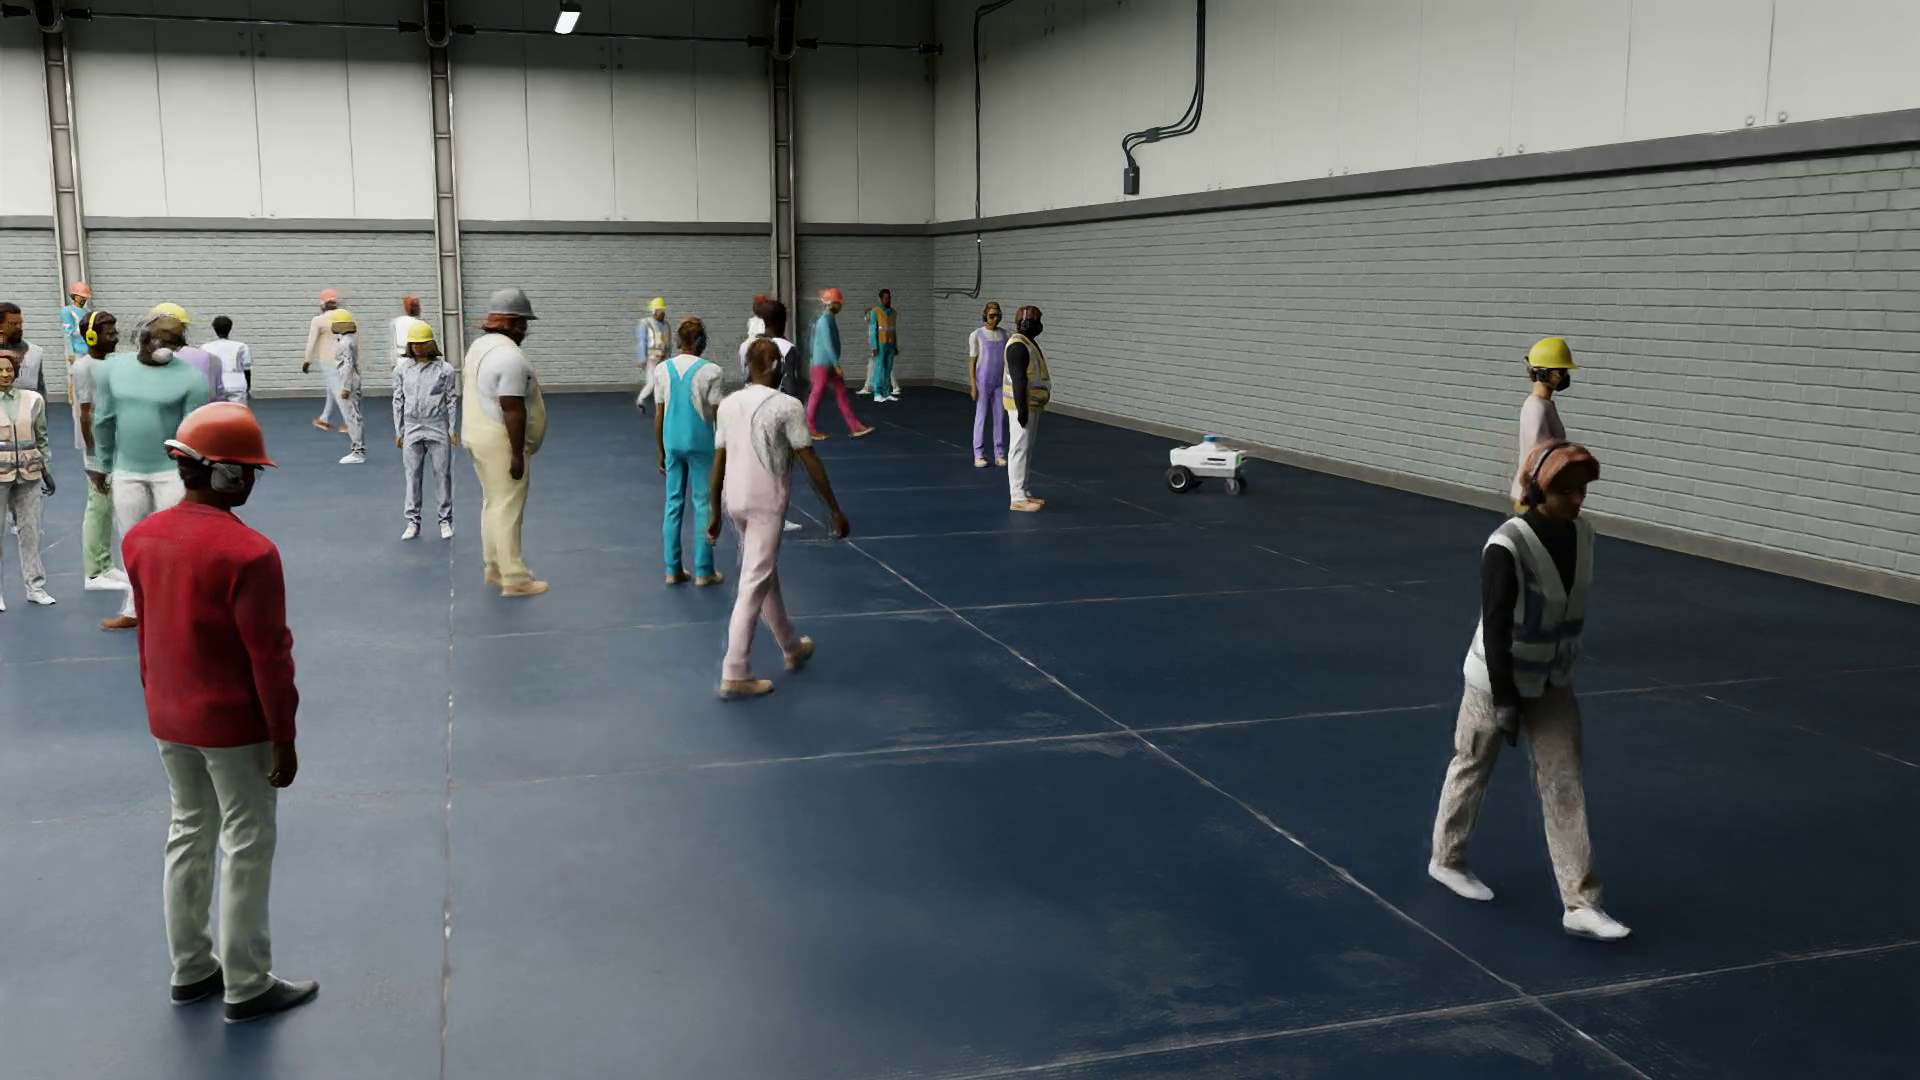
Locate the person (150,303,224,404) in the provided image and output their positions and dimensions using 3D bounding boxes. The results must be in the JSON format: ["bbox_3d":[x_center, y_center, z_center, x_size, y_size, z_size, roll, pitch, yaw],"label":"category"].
[{"bbox_3d":[-5.526,-0.722,11.817,0.418,1.908,0.617,6,11,35],"label":"person"}]

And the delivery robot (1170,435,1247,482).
[{"bbox_3d":[2.419,-0.775,16.177,0.707,0.478,0.477,4,10,23],"label":"delivery robot"}]

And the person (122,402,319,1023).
[{"bbox_3d":[-2.061,0.483,4.686,0.573,1.739,0.351,4,10,26],"label":"person"}]

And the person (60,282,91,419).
[{"bbox_3d":[-13.069,-2.813,24.776,0.392,2.034,0.605,1,9,6],"label":"person"}]

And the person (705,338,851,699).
[{"bbox_3d":[-0.940,-0.124,8.446,0.671,1.775,0.930,7,11,37],"label":"person"}]

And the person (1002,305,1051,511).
[{"bbox_3d":[0.606,-1.187,15.013,0.430,1.845,0.619,2,9,12],"label":"person"}]

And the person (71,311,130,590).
[{"bbox_3d":[-5.765,-0.598,11.184,0.310,1.864,0.533,-2,9,-11],"label":"person"}]

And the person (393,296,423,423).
[{"bbox_3d":[-7.612,-2.438,22.975,0.646,1.853,0.629,5,10,28],"label":"person"}]

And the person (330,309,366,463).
[{"bbox_3d":[-6.953,-1.742,18.869,0.312,1.741,0.492,-2,9,-13],"label":"person"}]

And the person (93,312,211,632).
[{"bbox_3d":[-4.741,-0.372,9.692,0.775,1.900,0.373,0,9,-1],"label":"person"}]

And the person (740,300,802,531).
[{"bbox_3d":[-1.575,-1.019,13.752,0.597,1.905,0.389,6,11,32],"label":"person"}]

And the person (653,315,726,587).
[{"bbox_3d":[-1.814,-0.591,11.238,0.511,1.837,0.353,2,9,15],"label":"person"}]

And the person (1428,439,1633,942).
[{"bbox_3d":[1.813,0.464,5.281,0.524,1.574,0.868,-5,10,-29],"label":"person"}]

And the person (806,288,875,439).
[{"bbox_3d":[-1.583,-2.262,21.507,0.975,1.944,0.610,1,9,7],"label":"person"}]

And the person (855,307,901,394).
[{"bbox_3d":[-1.457,-3.409,30.022,0.811,1.582,0.538,0,9,2],"label":"person"}]

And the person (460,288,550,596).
[{"bbox_3d":[-3.005,-0.659,11.008,0.540,2.000,0.751,-7,12,-39],"label":"person"}]

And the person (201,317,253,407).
[{"bbox_3d":[-8.273,-1.688,18.786,0.549,1.650,0.864,-4,10,-26],"label":"person"}]

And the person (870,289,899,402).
[{"bbox_3d":[-1.295,-3.324,28.400,0.381,1.918,0.596,7,12,40],"label":"person"}]

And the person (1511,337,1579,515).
[{"bbox_3d":[3.152,-0.209,9.018,0.314,1.767,0.534,3,9,18],"label":"person"}]

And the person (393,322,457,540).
[{"bbox_3d":[-4.269,-0.867,13.293,0.492,1.740,0.318,-2,9,-10],"label":"person"}]

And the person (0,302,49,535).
[{"bbox_3d":[-7.738,-0.984,13.553,0.583,1.902,0.589,5,10,27],"label":"person"}]

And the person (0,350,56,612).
[{"bbox_3d":[-5.988,-0.377,10.485,0.307,1.639,0.525,7,11,38],"label":"person"}]

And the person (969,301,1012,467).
[{"bbox_3d":[0.345,-1.715,18.417,0.501,1.838,0.341,-4,10,-24],"label":"person"}]

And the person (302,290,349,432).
[{"bbox_3d":[-8.588,-2.438,22.712,1.046,1.941,0.626,5,10,28],"label":"person"}]

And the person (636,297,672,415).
[{"bbox_3d":[-4.544,-2.707,24.787,0.561,1.817,0.607,8,12,40],"label":"person"}]
